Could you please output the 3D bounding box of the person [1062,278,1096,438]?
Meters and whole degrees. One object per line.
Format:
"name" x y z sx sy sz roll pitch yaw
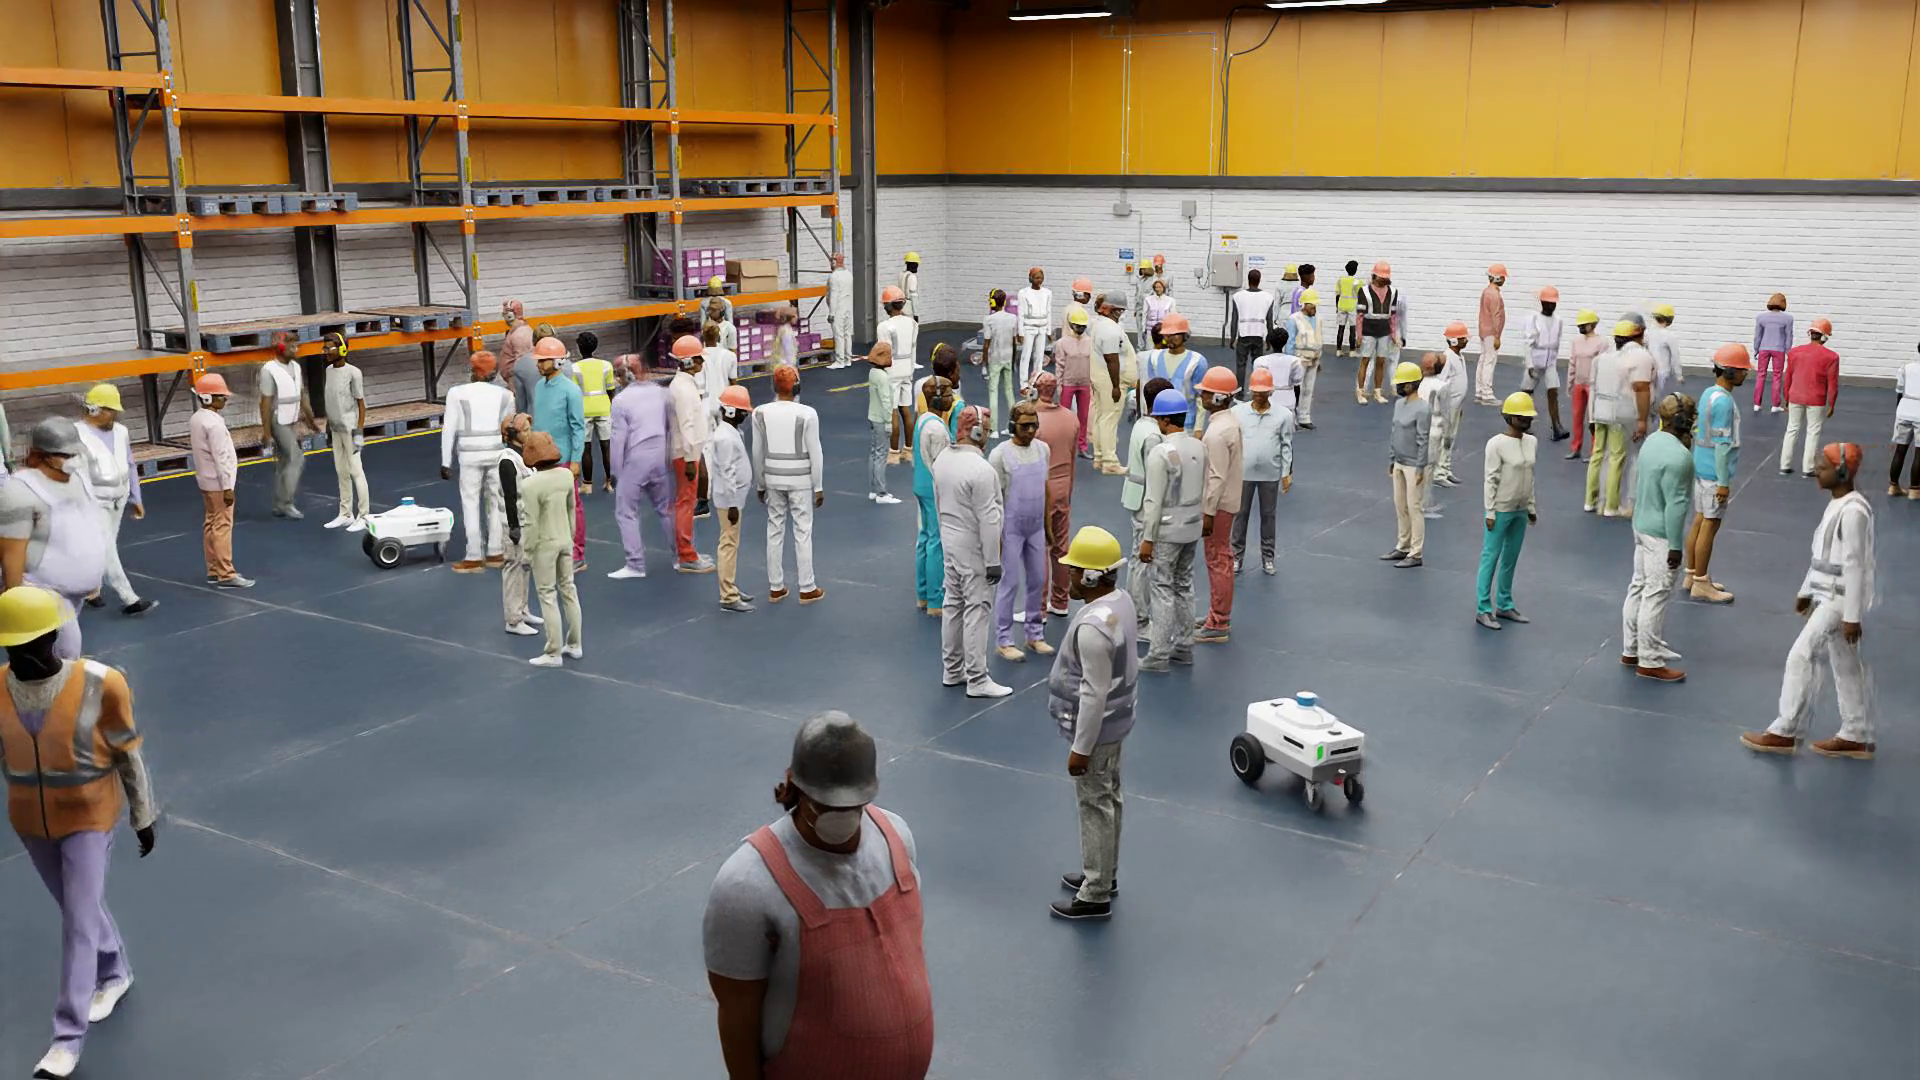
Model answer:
"person" 1.486 -2.265 20.751 0.394 1.983 0.625 -5 14 -20

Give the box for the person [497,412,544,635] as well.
"person" -3.242 -0.127 12.238 0.310 1.638 0.523 -1 13 -2

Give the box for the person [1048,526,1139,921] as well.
"person" 0.606 0.837 7.630 0.403 1.833 0.591 4 13 15

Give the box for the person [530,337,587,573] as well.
"person" -3.388 -0.709 13.979 0.609 1.995 0.378 11 17 39

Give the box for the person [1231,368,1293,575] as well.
"person" 2.489 -0.572 13.921 0.569 1.749 0.332 2 13 8

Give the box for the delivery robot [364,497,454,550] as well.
"delivery robot" -4.769 -0.128 14.409 0.707 0.478 0.477 -7 15 -29

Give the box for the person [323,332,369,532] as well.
"person" -5.768 -1.011 15.564 0.520 1.873 0.328 8 15 32

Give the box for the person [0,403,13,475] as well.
"person" -8.542 -0.649 14.499 0.513 1.641 0.307 -10 16 -36

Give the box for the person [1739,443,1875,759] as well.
"person" 4.973 0.352 9.671 0.817 1.854 0.607 6 14 24

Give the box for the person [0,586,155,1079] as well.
"person" -3.501 1.100 6.378 0.617 1.872 0.980 -1 13 -3

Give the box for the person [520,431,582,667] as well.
"person" -2.825 0.059 11.444 0.268 1.631 0.507 6 14 26

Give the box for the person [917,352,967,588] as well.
"person" -0.136 -0.559 13.545 0.376 1.897 0.600 -9 16 -35

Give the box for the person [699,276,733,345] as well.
"person" -3.566 -2.990 24.430 0.487 1.744 0.294 0 13 0

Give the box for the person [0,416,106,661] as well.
"person" -5.452 0.192 9.972 0.716 2.000 0.694 1 13 4

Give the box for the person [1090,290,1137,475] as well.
"person" 1.710 -1.760 18.439 0.536 2.000 0.676 -2 13 -9

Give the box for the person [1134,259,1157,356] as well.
"person" 3.176 -3.940 28.547 0.297 1.743 0.493 -12 18 -43

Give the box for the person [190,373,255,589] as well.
"person" -6.028 -0.483 13.530 0.326 1.748 0.573 -11 17 -39

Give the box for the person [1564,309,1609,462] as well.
"person" 7.208 -1.779 19.160 0.370 1.756 0.522 -6 14 -26

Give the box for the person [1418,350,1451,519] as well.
"person" 4.545 -1.023 16.141 0.310 1.636 0.523 -6 14 -25

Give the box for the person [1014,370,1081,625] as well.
"person" 0.608 -0.320 12.486 0.405 1.911 0.636 12 17 41

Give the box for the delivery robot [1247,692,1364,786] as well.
"delivery robot" 1.899 1.081 9.167 0.477 0.478 0.707 -6 14 -25

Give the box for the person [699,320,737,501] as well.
"person" -2.505 -1.312 16.924 0.511 1.845 0.341 -4 14 -18

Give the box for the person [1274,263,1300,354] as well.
"person" 5.413 -3.670 27.375 0.489 1.743 0.323 3 13 12

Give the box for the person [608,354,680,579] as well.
"person" -2.601 -0.631 13.961 0.404 1.872 0.855 9 16 35

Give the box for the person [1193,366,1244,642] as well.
"person" 1.852 -0.243 12.030 0.375 1.964 0.612 4 14 16

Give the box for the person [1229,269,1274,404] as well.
"person" 4.130 -2.871 23.562 0.611 1.905 0.413 0 13 -1

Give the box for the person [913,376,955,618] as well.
"person" -0.176 -0.328 12.659 0.341 1.846 0.510 -4 14 -17

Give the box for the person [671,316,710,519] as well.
"person" -2.605 -1.191 16.131 0.369 1.967 0.601 -3 13 -12

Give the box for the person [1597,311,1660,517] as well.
"person" 6.512 -1.250 16.228 0.576 2.000 0.724 -4 14 -18

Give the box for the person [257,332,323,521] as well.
"person" -6.487 -1.097 16.055 0.552 1.817 0.579 0 13 -1

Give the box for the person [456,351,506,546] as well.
"person" -4.309 -0.836 15.066 0.322 1.749 0.560 8 15 31

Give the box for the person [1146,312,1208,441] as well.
"person" 2.010 -1.114 15.630 0.609 2.044 0.394 8 15 31

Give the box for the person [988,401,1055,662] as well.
"person" 0.424 -0.064 11.548 0.518 1.834 0.347 -9 16 -34

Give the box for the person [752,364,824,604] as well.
"person" -1.336 -0.431 13.023 0.573 1.883 0.355 4 14 16

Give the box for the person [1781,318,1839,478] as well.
"person" 9.307 -1.552 18.200 0.349 1.740 0.575 -11 17 -40

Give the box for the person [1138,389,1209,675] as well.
"person" 1.435 -0.056 11.297 0.420 1.933 0.619 11 17 39

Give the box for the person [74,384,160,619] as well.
"person" -6.506 -0.297 12.682 0.879 1.775 0.611 4 14 18

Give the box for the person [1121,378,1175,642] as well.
"person" 1.359 -0.222 12.039 0.372 1.916 0.597 0 13 -2

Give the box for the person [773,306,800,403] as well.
"person" -2.152 -2.124 20.905 0.549 1.622 0.560 -3 13 -11
